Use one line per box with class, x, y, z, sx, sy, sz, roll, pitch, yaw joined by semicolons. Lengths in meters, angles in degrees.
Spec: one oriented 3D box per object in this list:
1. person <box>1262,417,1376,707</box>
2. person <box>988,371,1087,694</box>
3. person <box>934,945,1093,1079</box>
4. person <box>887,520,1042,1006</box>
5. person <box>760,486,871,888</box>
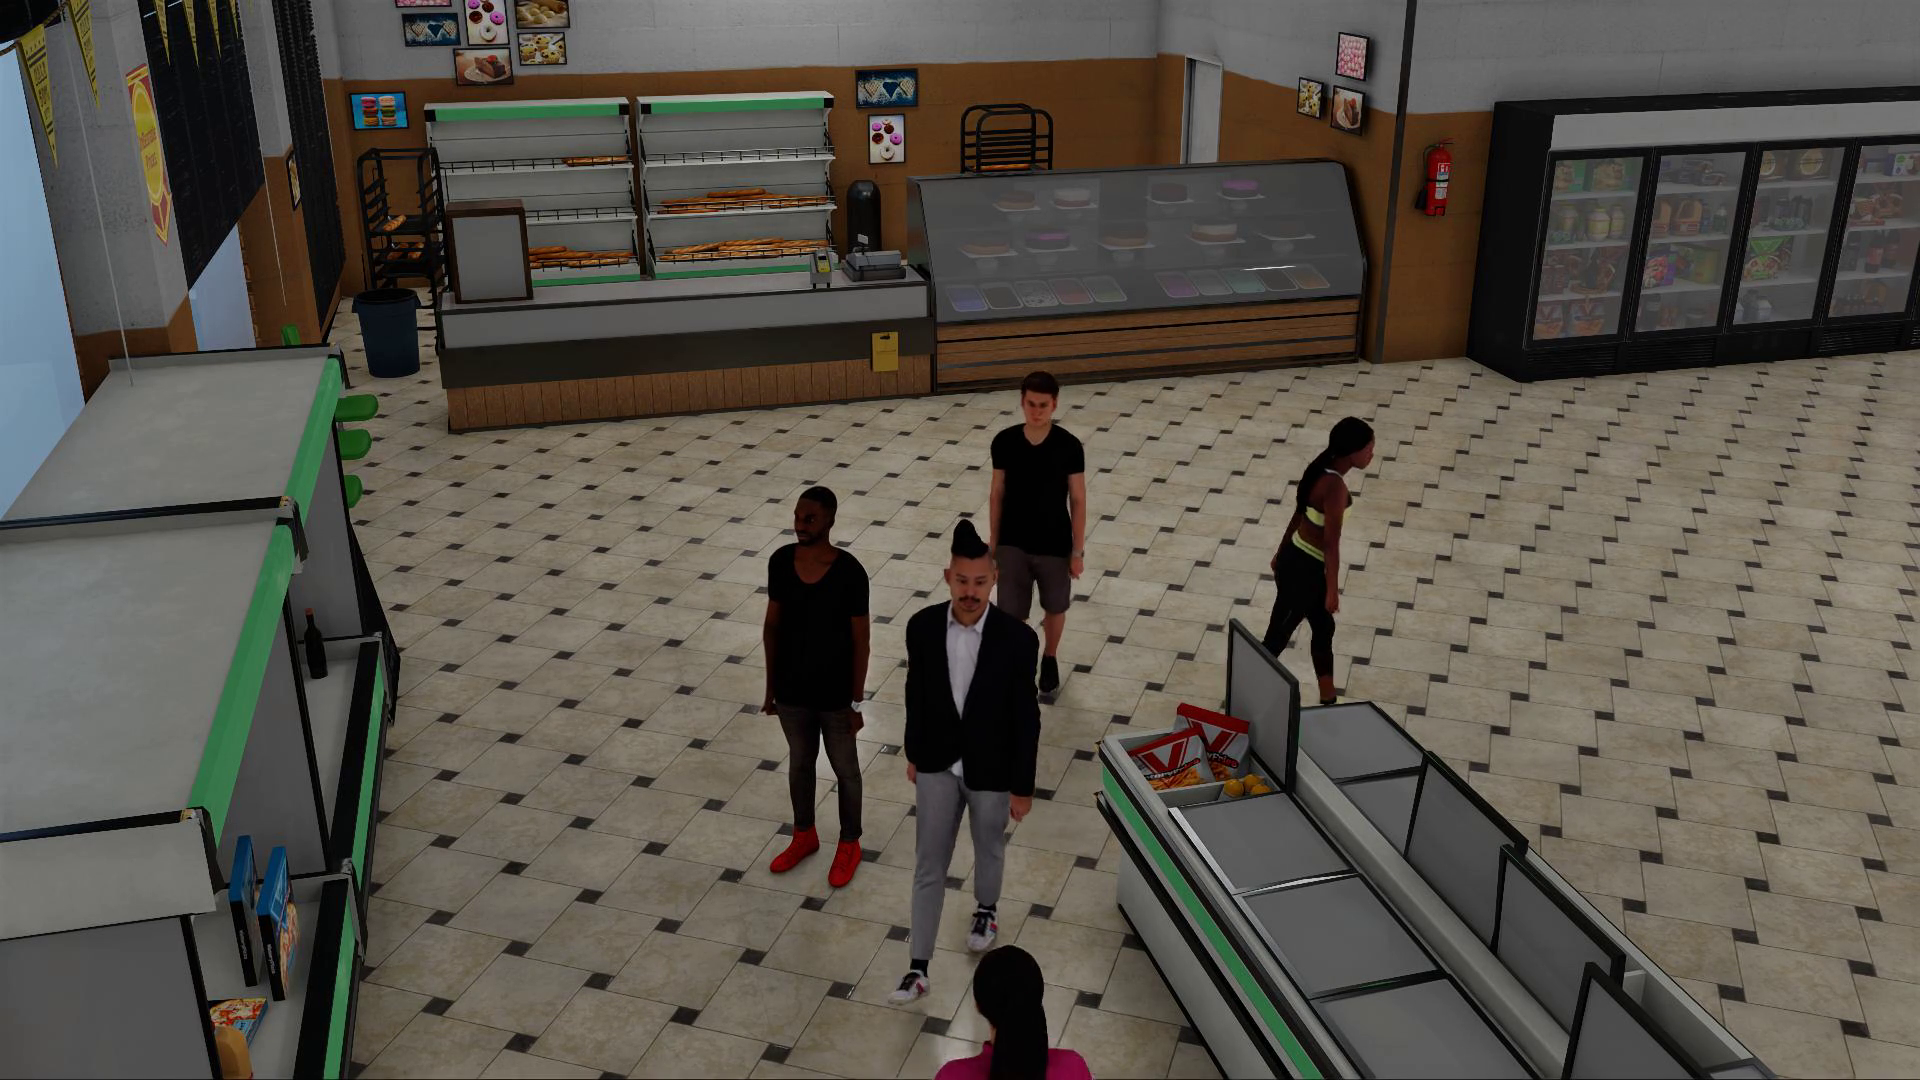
person;1.647;0.193;8.417;0.866;1.693;1.001;0;22;1
person;0.428;-0.004;8.734;1.031;1.821;1.263;5;22;11
person;0.160;1.861;4.289;0.660;1.675;0.941;-3;22;-6
person;0.072;0.810;6.575;1.085;1.921;1.249;7;23;16
person;-0.608;0.620;7.202;0.715;1.806;0.739;9;23;20
